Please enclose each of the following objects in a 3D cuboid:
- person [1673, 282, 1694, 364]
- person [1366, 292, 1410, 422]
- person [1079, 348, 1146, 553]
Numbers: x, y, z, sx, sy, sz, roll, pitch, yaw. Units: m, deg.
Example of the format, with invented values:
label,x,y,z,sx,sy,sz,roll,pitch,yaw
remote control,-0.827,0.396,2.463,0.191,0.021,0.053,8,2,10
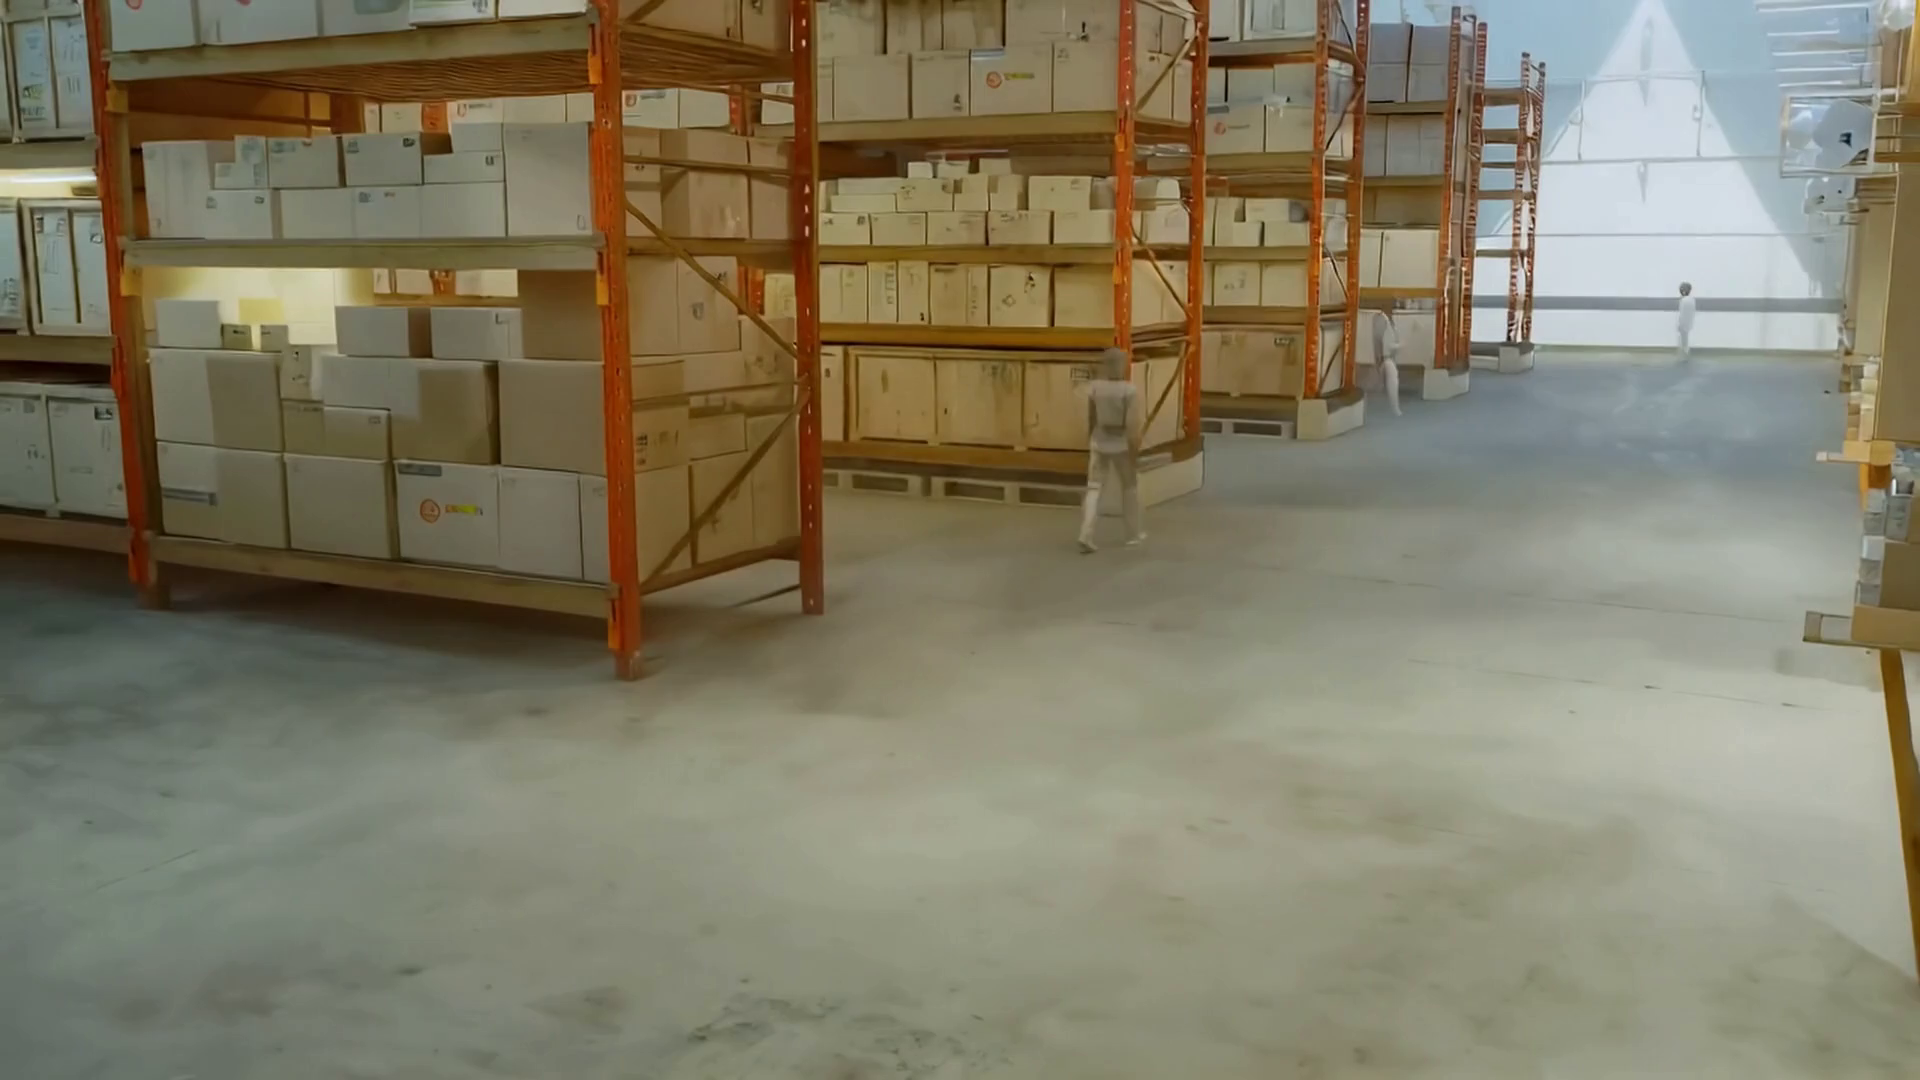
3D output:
label,x,y,z,sx,sy,sz,roll,pitch,yaw
person,15.260,-4.569,35.075,0.376,1.726,0.590,4,10,21
person,5.844,-2.534,23.051,0.786,1.803,0.651,6,11,30
person,1.200,-0.708,13.046,0.511,1.600,0.852,5,11,28
